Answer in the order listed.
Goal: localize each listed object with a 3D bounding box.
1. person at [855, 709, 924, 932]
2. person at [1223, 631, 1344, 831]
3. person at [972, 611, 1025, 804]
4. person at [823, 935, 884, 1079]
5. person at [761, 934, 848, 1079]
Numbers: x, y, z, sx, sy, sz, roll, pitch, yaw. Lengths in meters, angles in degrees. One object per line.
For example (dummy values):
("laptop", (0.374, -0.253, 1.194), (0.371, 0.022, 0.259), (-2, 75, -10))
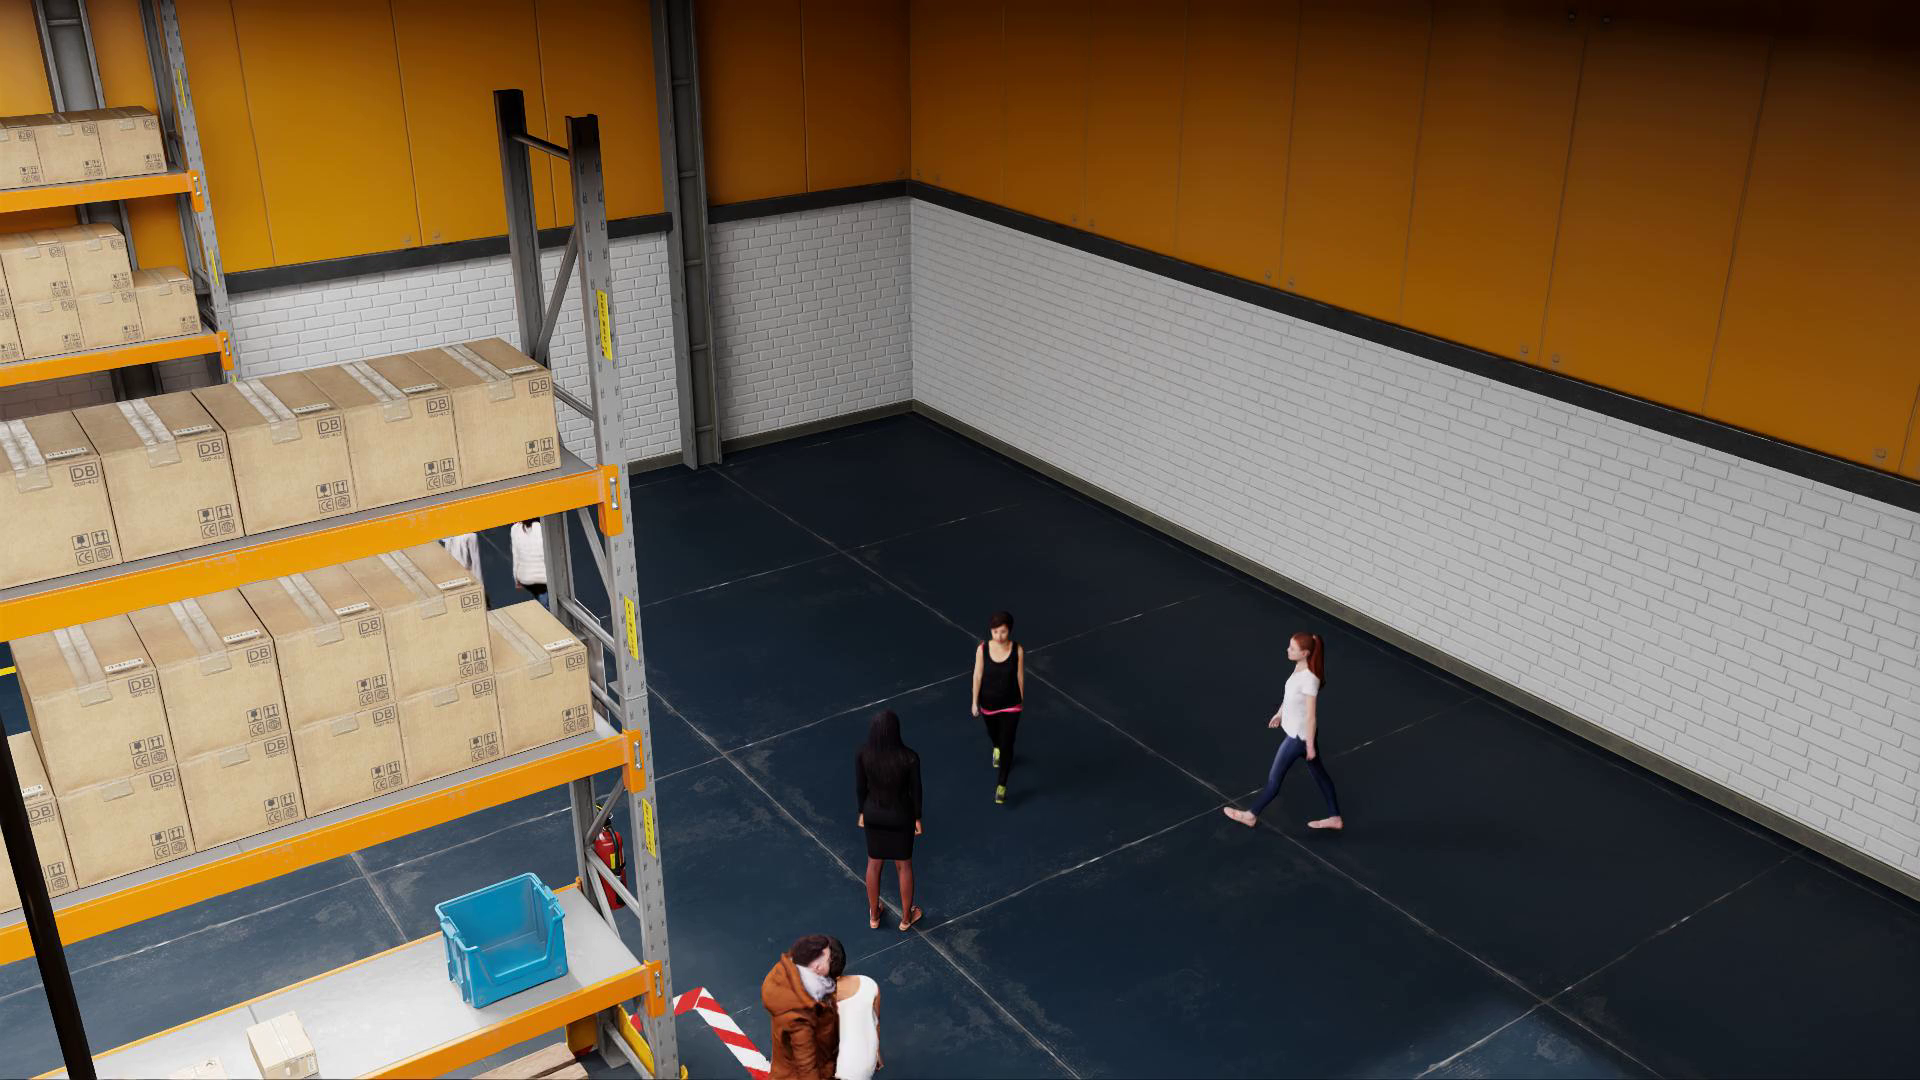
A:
("person", (-0.494, 1.929, 11.553), (0.665, 1.720, 0.721), (4, 24, 10))
("person", (2.680, 1.495, 12.590), (1.130, 1.684, 1.100), (5, 24, 11))
("person", (0.325, 1.254, 13.354), (1.018, 1.515, 1.048), (3, 24, 6))
("person", (-0.679, 2.949, 9.275), (0.788, 1.676, 0.797), (-10, 26, -22))
("person", (-0.951, 2.987, 9.043), (1.247, 1.792, 1.026), (-3, 24, -7))
